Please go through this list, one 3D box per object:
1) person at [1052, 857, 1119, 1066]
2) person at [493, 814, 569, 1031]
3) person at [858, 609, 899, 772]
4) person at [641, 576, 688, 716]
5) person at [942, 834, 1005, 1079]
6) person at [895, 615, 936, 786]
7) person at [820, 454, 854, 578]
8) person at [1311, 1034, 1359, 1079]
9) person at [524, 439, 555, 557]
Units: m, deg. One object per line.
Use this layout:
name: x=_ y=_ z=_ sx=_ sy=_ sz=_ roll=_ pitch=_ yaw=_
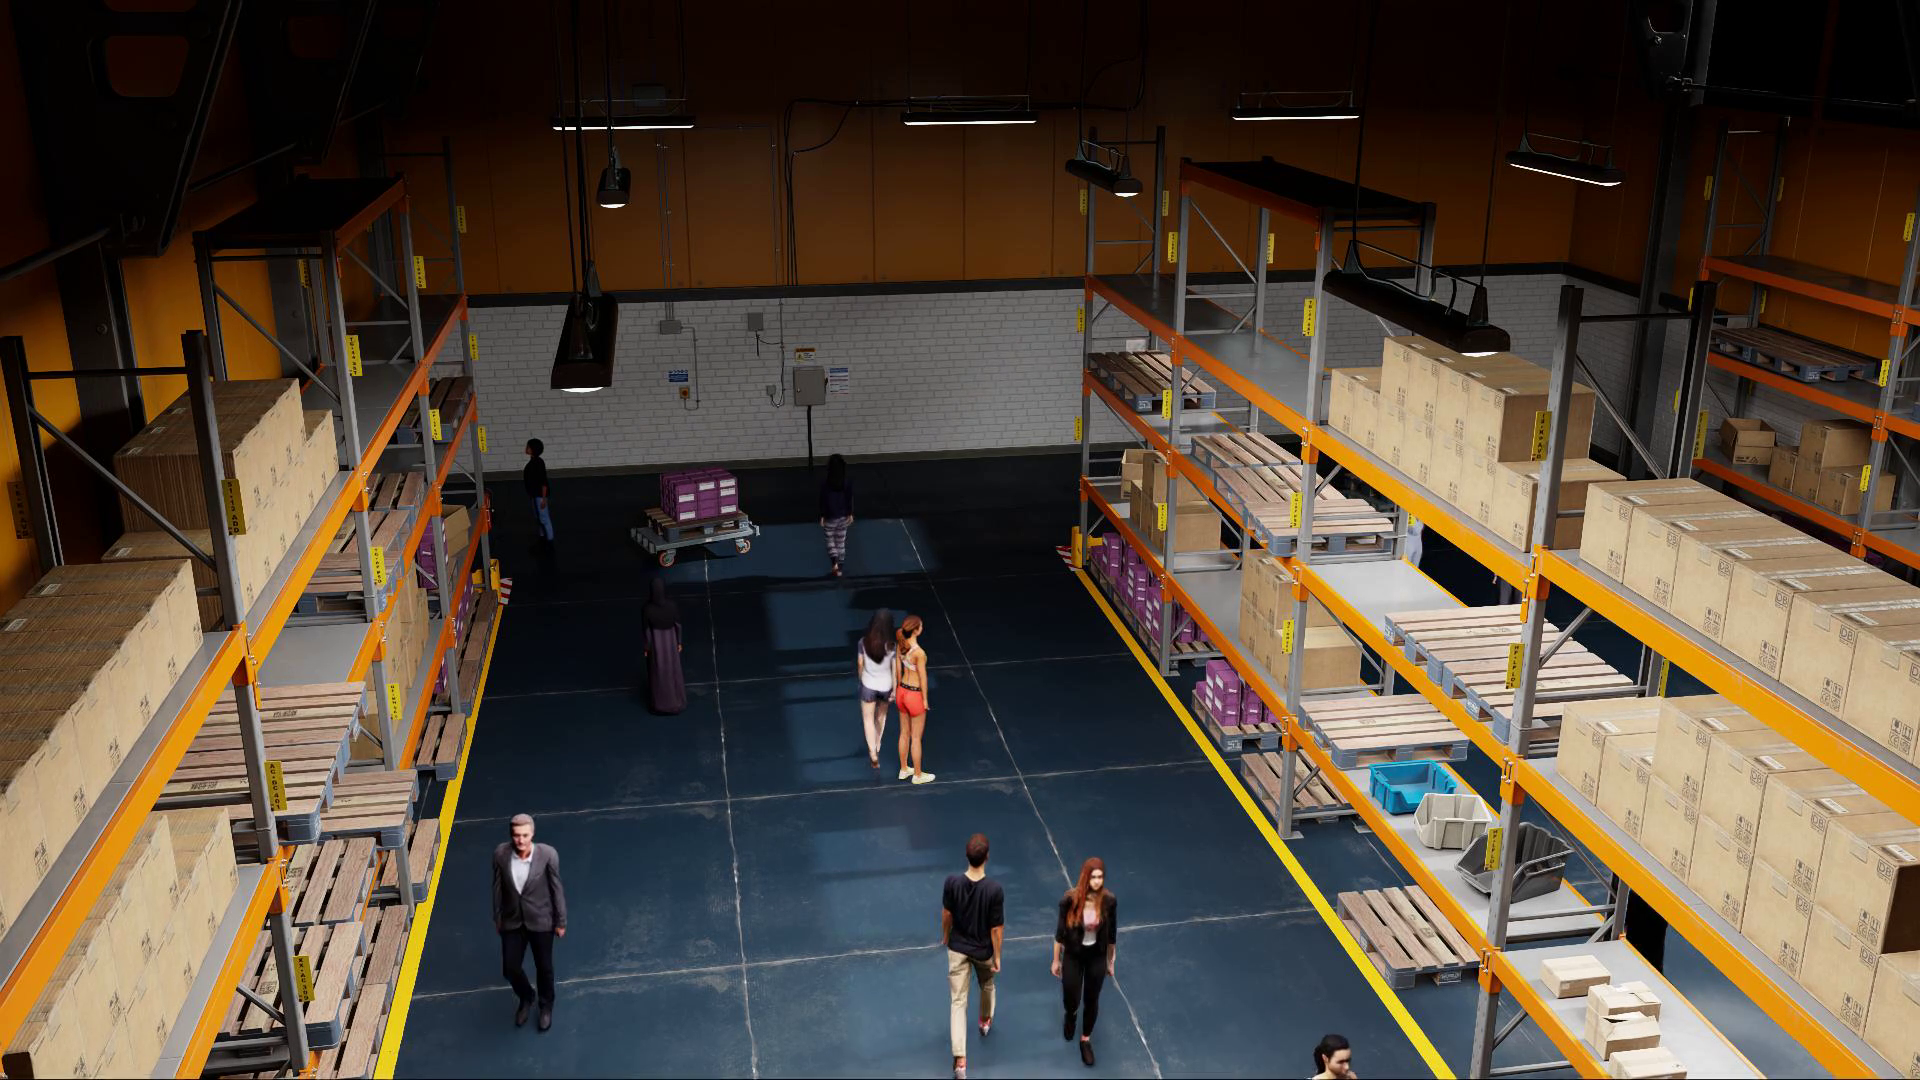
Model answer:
person: x=0.931 y=3.102 z=12.557 sx=0.661 sy=1.701 sz=0.715 roll=-2 pitch=19 yaw=-4
person: x=-3.342 y=2.915 z=12.926 sx=0.767 sy=1.822 sz=0.665 roll=-1 pitch=19 yaw=-4
person: x=-0.868 y=1.562 z=17.183 sx=0.670 sy=1.669 sz=1.078 roll=-2 pitch=19 yaw=-5
person: x=-3.307 y=1.159 z=18.466 sx=0.625 sy=1.613 sz=0.617 roll=-6 pitch=19 yaw=-16
person: x=0.070 y=3.116 z=12.347 sx=0.846 sy=1.809 sz=1.222 roll=2 pitch=19 yaw=5
person: x=-0.493 y=1.608 z=16.855 sx=0.722 sy=1.791 sz=0.636 roll=-16 pitch=24 yaw=-39
person: x=-1.677 y=-0.307 z=22.647 sx=0.613 sy=1.723 sz=0.595 roll=-4 pitch=19 yaw=-12
person: x=2.220 y=3.813 z=10.443 sx=0.825 sy=1.703 sz=1.111 roll=-11 pitch=21 yaw=-29
person: x=-5.969 y=-0.627 z=23.632 sx=0.713 sy=1.701 sz=0.600 roll=-12 pitch=22 yaw=-32
